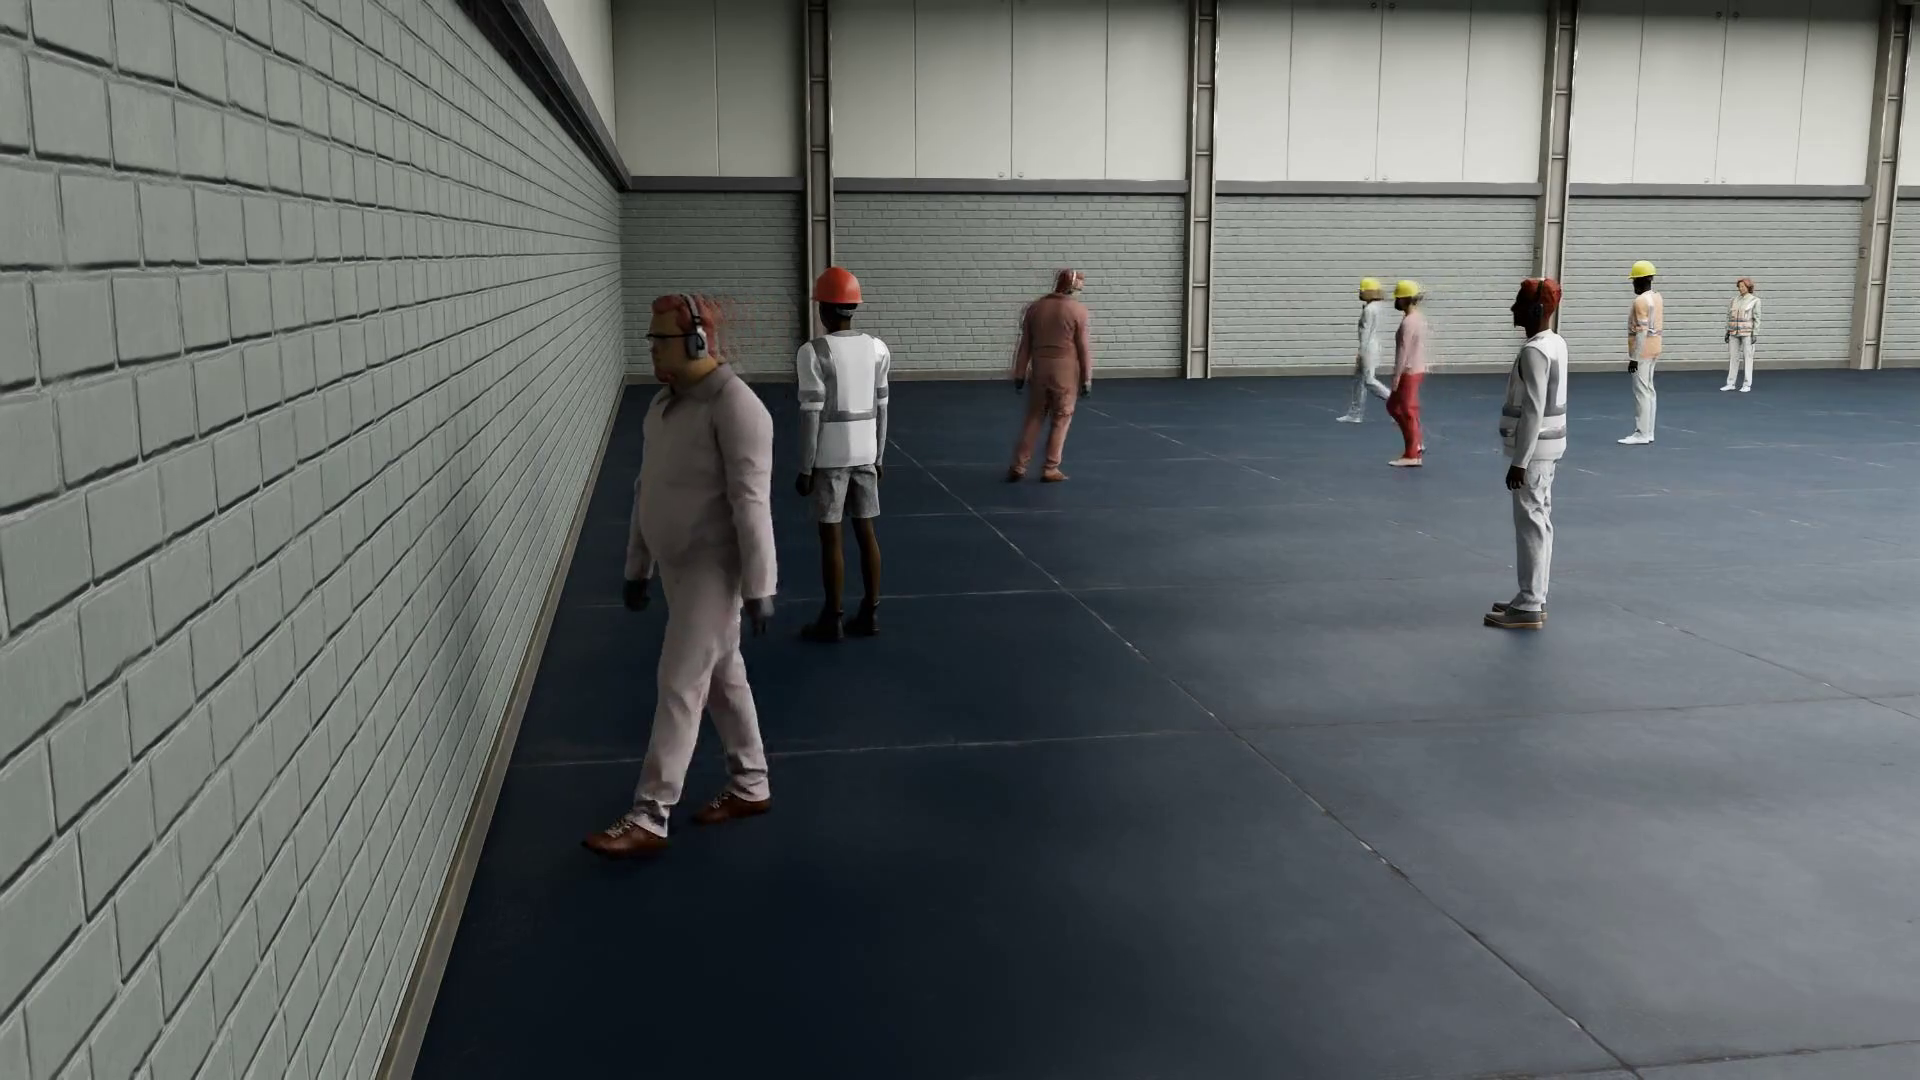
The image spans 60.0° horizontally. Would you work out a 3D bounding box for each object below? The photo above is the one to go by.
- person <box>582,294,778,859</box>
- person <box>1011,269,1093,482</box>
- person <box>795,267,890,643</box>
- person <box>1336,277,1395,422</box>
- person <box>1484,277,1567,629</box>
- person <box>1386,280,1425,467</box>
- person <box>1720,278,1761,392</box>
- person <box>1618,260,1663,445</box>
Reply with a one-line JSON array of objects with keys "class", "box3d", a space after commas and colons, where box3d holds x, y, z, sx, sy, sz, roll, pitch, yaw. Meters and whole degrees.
[{"class": "person", "box3d": [-0.997, 0.122, 5.627, 0.878, 1.870, 0.663, -7, 12, -33]}, {"class": "person", "box3d": [0.834, -1.428, 14.575, 0.697, 1.865, 0.476, 6, 12, 33]}, {"class": "person", "box3d": [-0.622, -0.435, 8.636, 0.545, 1.942, 0.354, -8, 13, -39]}, {"class": "person", "box3d": [4.855, -2.228, 19.568, 0.719, 1.721, 0.489, 3, 10, 15]}, {"class": "person", "box3d": [3.072, -0.465, 8.968, 0.355, 1.884, 0.575, 5, 11, 27]}, {"class": "person", "box3d": [4.175, -1.556, 15.612, 0.388, 1.749, 0.558, 4, 11, 24]}, {"class": "person", "box3d": [11.284, -2.953, 24.005, 0.306, 1.637, 0.523, -6, 11, -30]}, {"class": "person", "box3d": [7.149, -1.960, 17.460, 0.381, 1.923, 0.591, 8, 12, 37]}]
